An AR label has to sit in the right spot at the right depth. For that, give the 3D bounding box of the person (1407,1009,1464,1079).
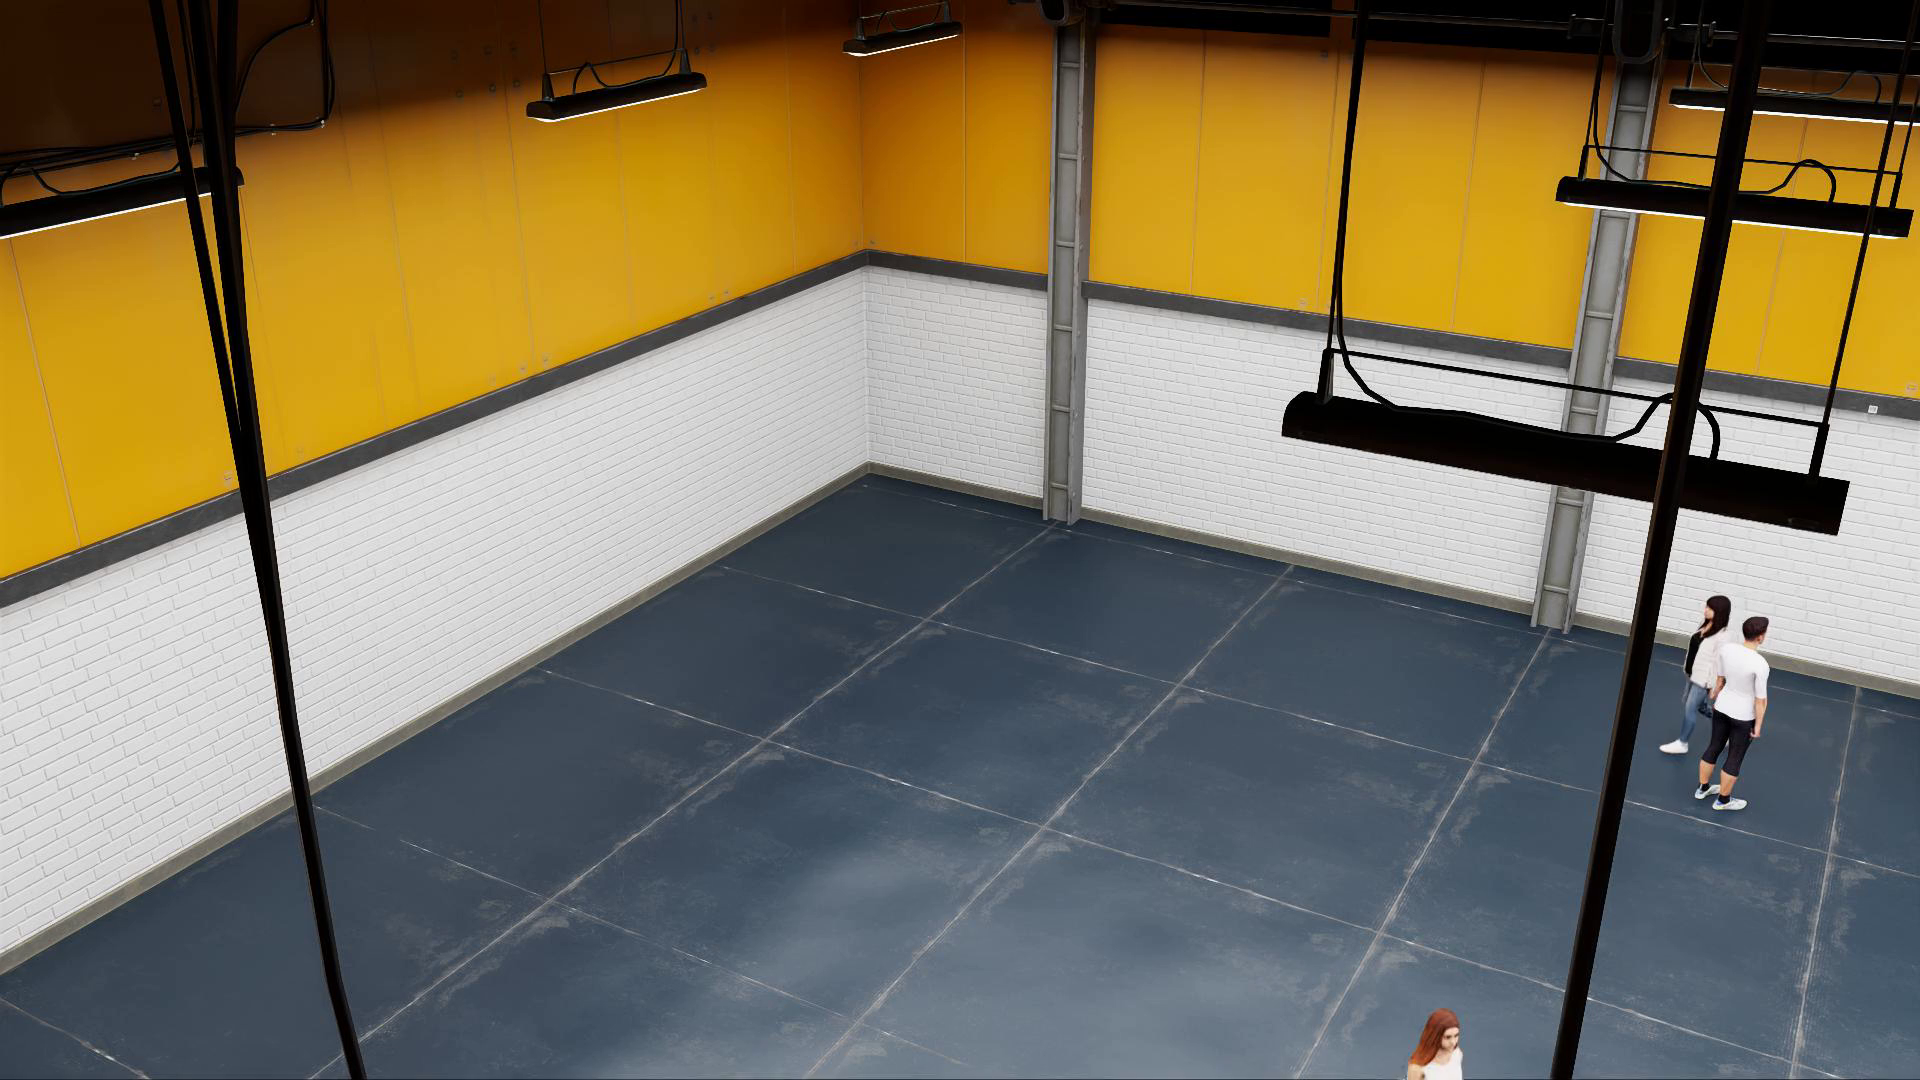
[{"bbox_3d":[2.768,3.535,10.108,0.971,1.704,1.080,-9,25,-20],"label":"person"}]

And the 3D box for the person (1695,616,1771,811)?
[{"bbox_3d":[6.793,1.502,14.575,0.805,1.850,0.692,-11,26,-24],"label":"person"}]

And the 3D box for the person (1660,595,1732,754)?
[{"bbox_3d":[6.965,1.247,15.439,1.021,1.626,0.885,-1,24,-1],"label":"person"}]
